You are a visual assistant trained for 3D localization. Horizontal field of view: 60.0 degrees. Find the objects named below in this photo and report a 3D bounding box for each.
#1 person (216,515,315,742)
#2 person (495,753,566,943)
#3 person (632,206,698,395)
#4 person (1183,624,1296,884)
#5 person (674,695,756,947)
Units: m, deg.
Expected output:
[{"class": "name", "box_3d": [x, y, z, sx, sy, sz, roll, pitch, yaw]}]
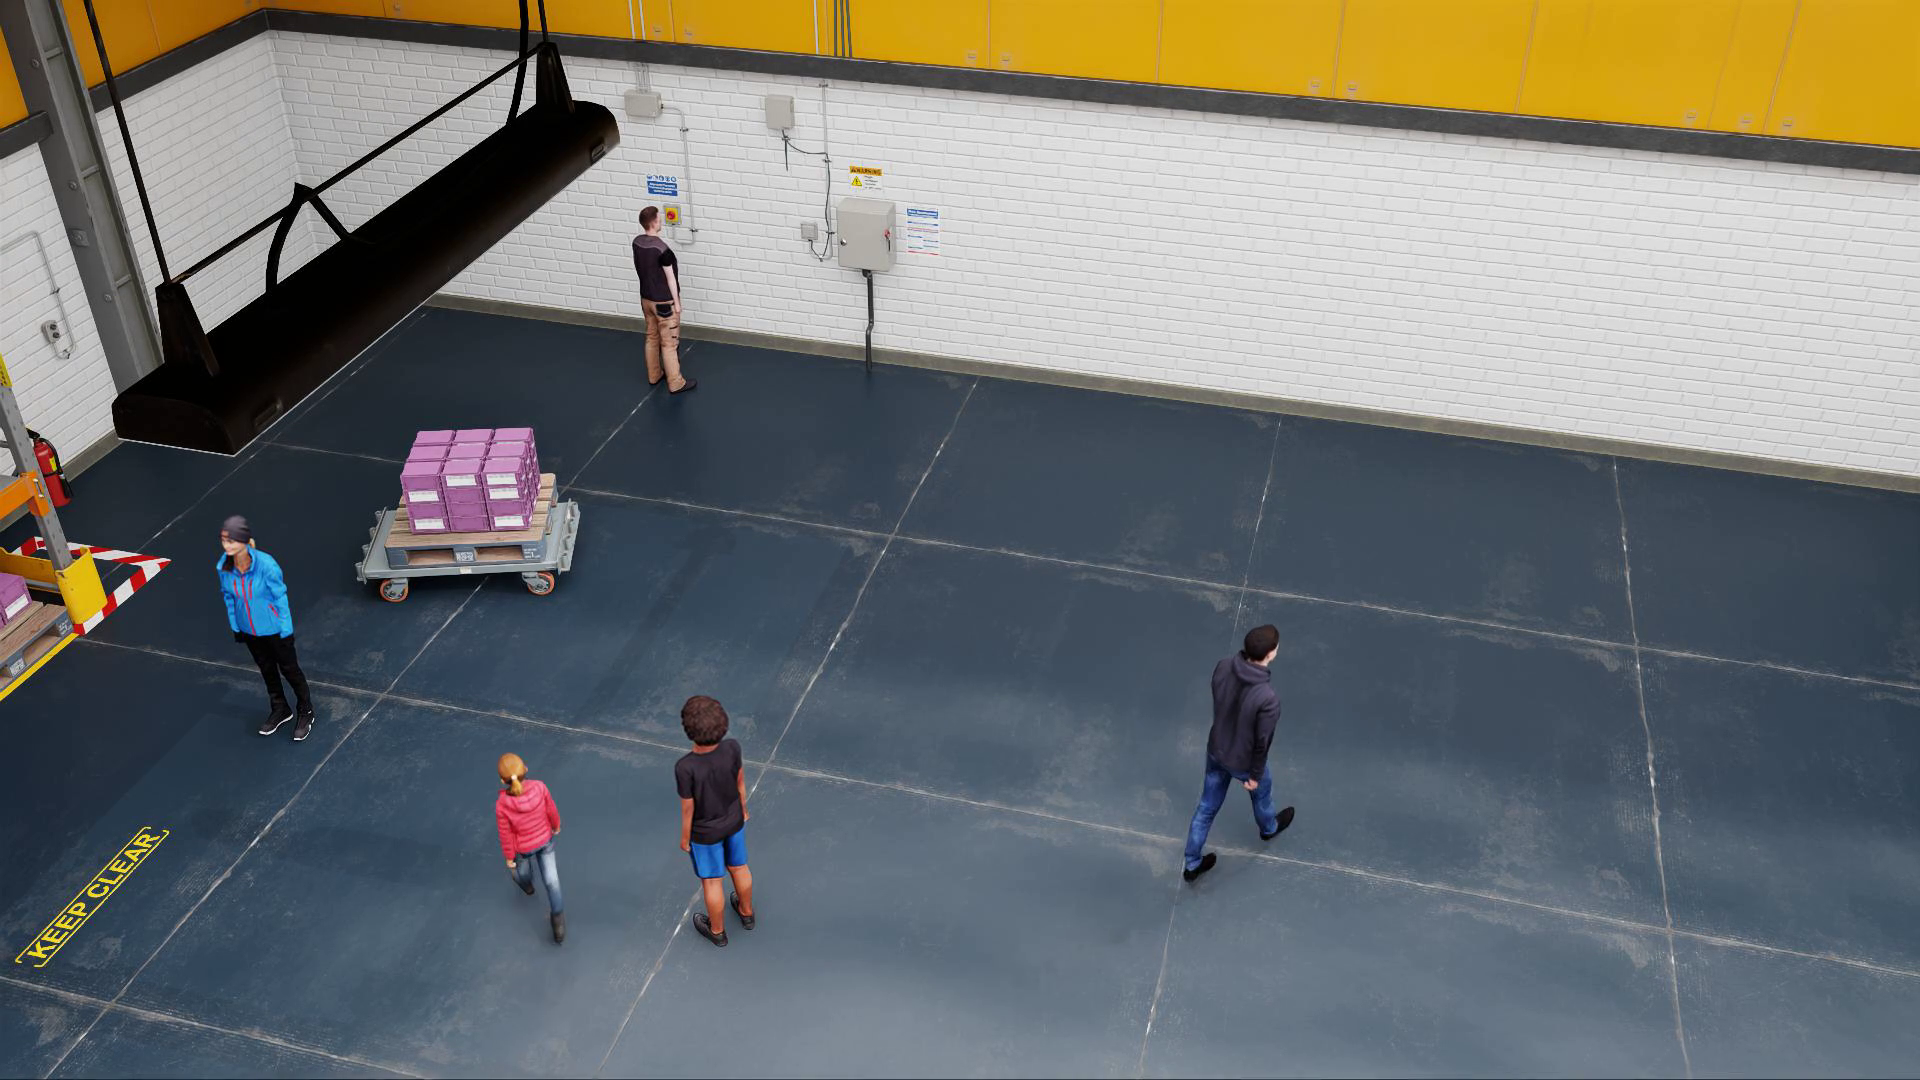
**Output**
[{"class": "person", "box_3d": [-4.772, 0.601, 11.427, 0.617, 1.797, 0.513, 7, 34, 11]}, {"class": "person", "box_3d": [-2.545, 1.873, 9.984, 0.891, 1.277, 0.952, -17, 37, -24]}, {"class": "person", "box_3d": [-2.855, -2.285, 15.728, 0.767, 1.842, 0.751, 26, 41, 33]}, {"class": "person", "box_3d": [1.634, 1.364, 10.250, 1.260, 1.830, 1.085, -26, 42, -34]}, {"class": "person", "box_3d": [-1.447, 1.663, 9.830, 0.675, 1.797, 0.765, -25, 41, -32]}]
